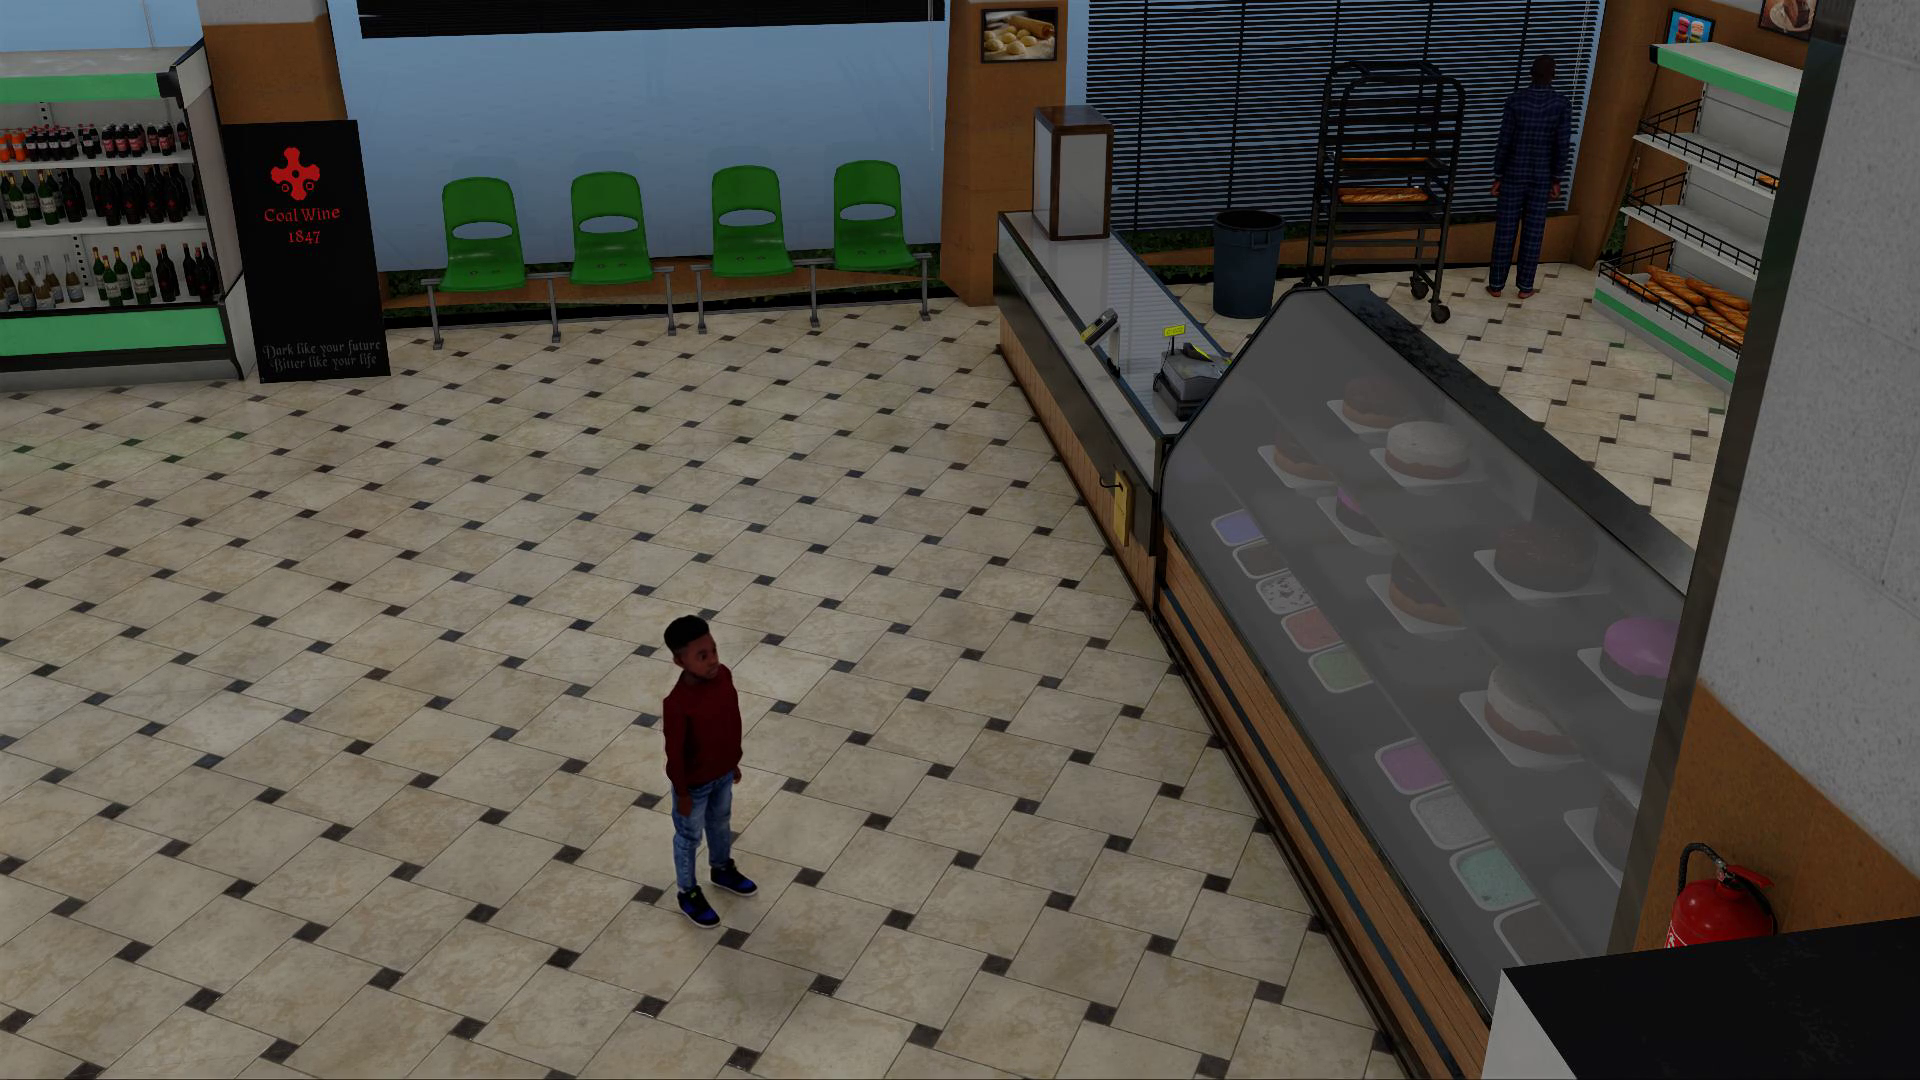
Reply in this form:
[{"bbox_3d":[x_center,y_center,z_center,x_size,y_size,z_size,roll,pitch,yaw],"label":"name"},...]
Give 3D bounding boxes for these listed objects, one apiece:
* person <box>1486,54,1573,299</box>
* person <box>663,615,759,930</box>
[{"bbox_3d":[4.258,-2.731,12.514,0.710,1.824,0.837,7,28,14],"label":"person"},{"bbox_3d":[-0.955,0.827,6.128,0.631,1.254,0.577,16,31,28],"label":"person"}]
